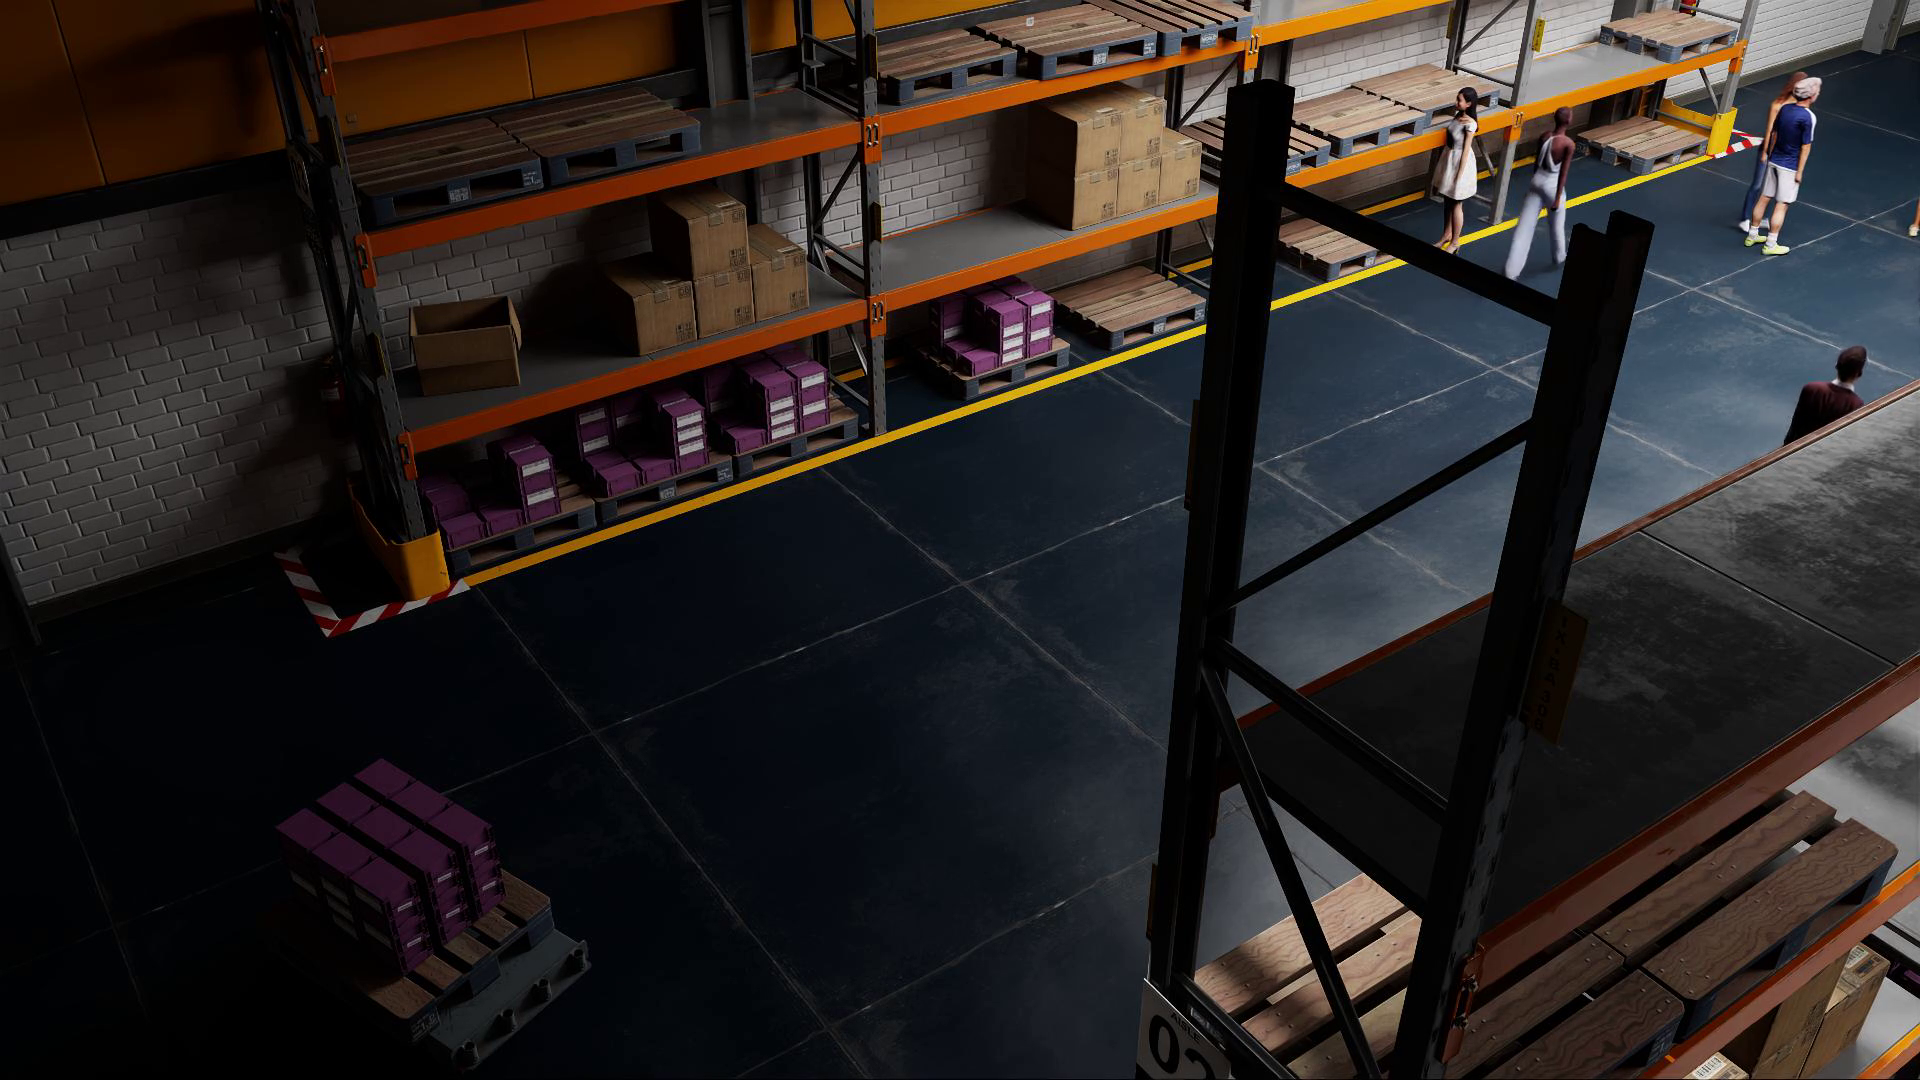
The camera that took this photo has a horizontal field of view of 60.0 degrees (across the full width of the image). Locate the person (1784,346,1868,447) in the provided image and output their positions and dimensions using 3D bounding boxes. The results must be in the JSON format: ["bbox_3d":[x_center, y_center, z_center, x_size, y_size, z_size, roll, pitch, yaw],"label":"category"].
[{"bbox_3d":[6.193,-0.523,12.088,1.132,1.840,0.686,-20,39,-28],"label":"person"}]

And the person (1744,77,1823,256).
[{"bbox_3d":[8.492,-3.863,17.115,0.648,1.838,0.691,-10,35,-15],"label":"person"}]

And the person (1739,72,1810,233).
[{"bbox_3d":[8.626,-4.109,17.590,0.620,1.721,0.720,-5,34,-8],"label":"person"}]

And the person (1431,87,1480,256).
[{"bbox_3d":[5.082,-3.771,17.039,0.800,1.769,0.776,-3,34,-4],"label":"person"}]

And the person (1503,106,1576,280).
[{"bbox_3d":[5.731,-3.374,16.483,1.131,1.723,0.630,-23,40,-31],"label":"person"}]
